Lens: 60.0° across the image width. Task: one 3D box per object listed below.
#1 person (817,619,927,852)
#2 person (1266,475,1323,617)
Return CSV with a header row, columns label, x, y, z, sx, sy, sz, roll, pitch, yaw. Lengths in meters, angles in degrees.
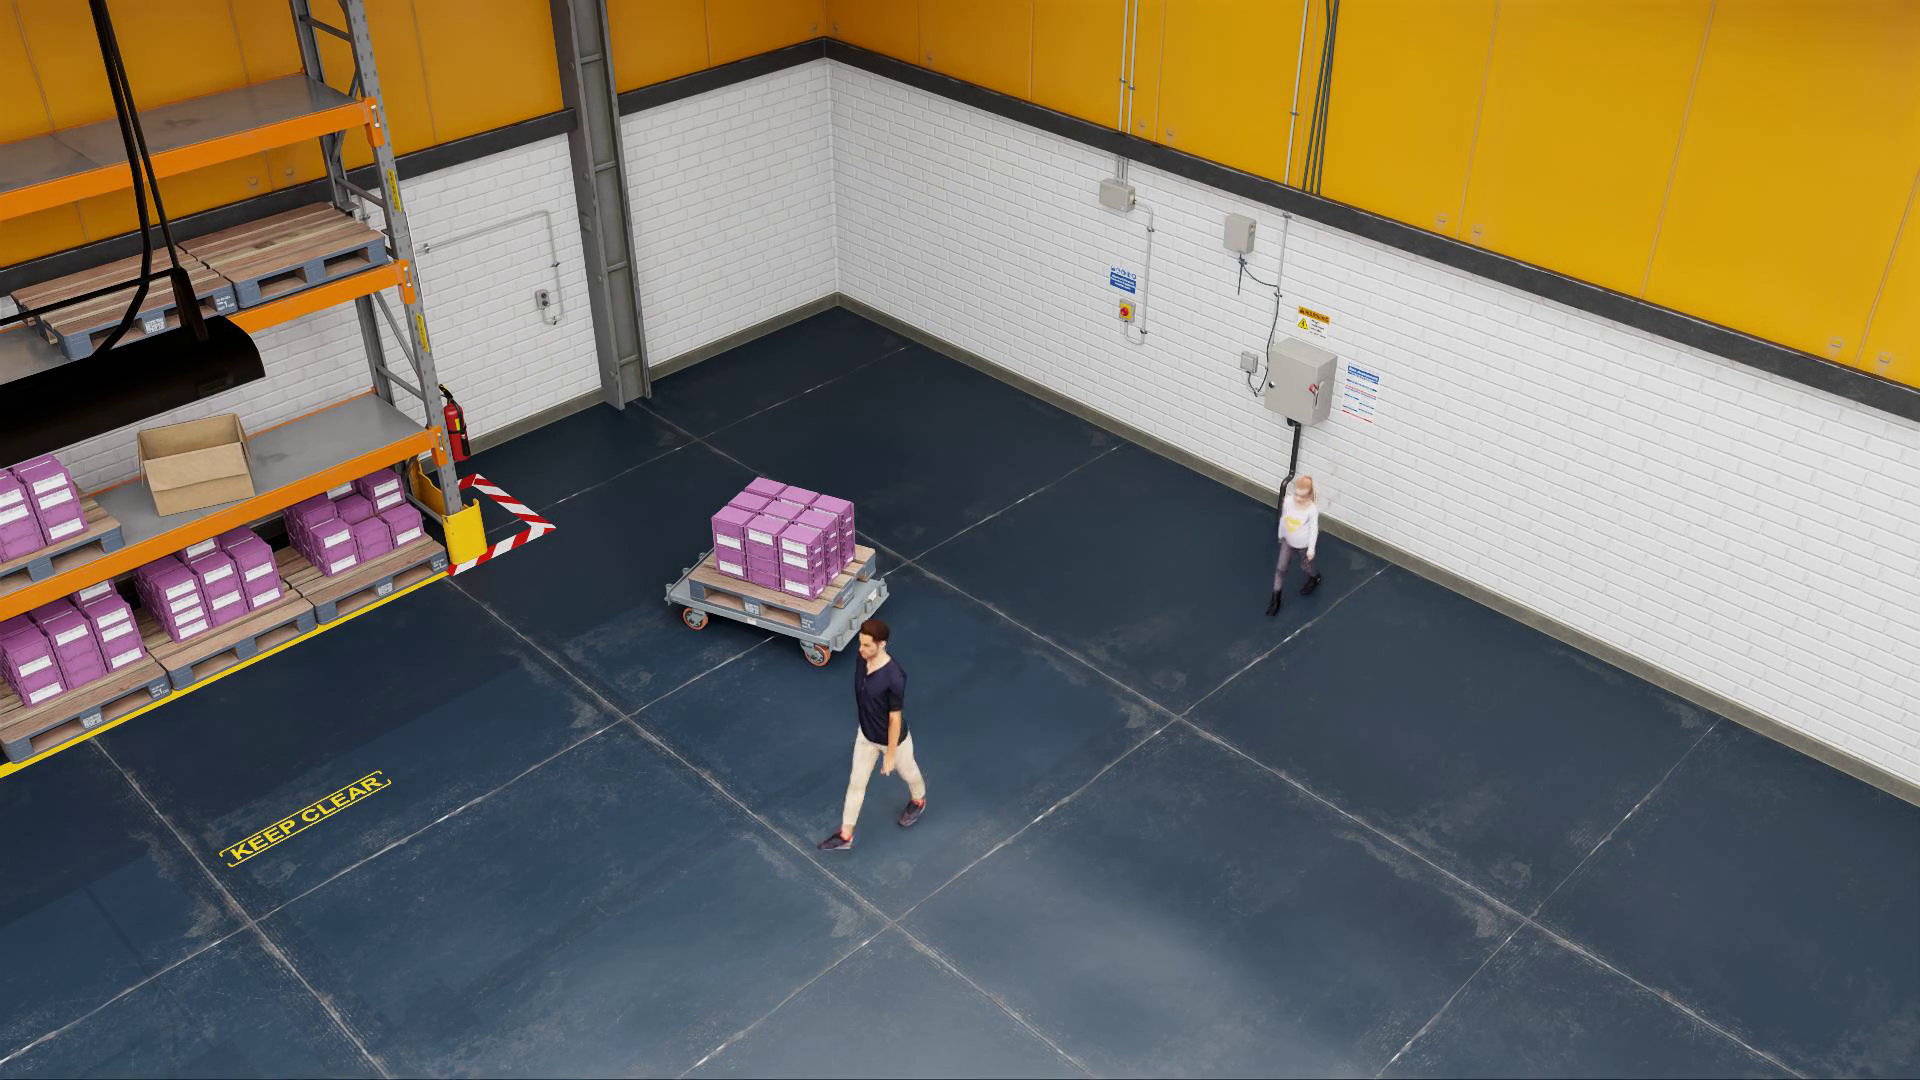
label,x,y,z,sx,sy,sz,roll,pitch,yaw
person,-0.446,1.281,11.264,0.673,1.808,1.123,27,42,35
person,2.824,-0.016,13.709,0.586,1.261,0.930,26,41,33
